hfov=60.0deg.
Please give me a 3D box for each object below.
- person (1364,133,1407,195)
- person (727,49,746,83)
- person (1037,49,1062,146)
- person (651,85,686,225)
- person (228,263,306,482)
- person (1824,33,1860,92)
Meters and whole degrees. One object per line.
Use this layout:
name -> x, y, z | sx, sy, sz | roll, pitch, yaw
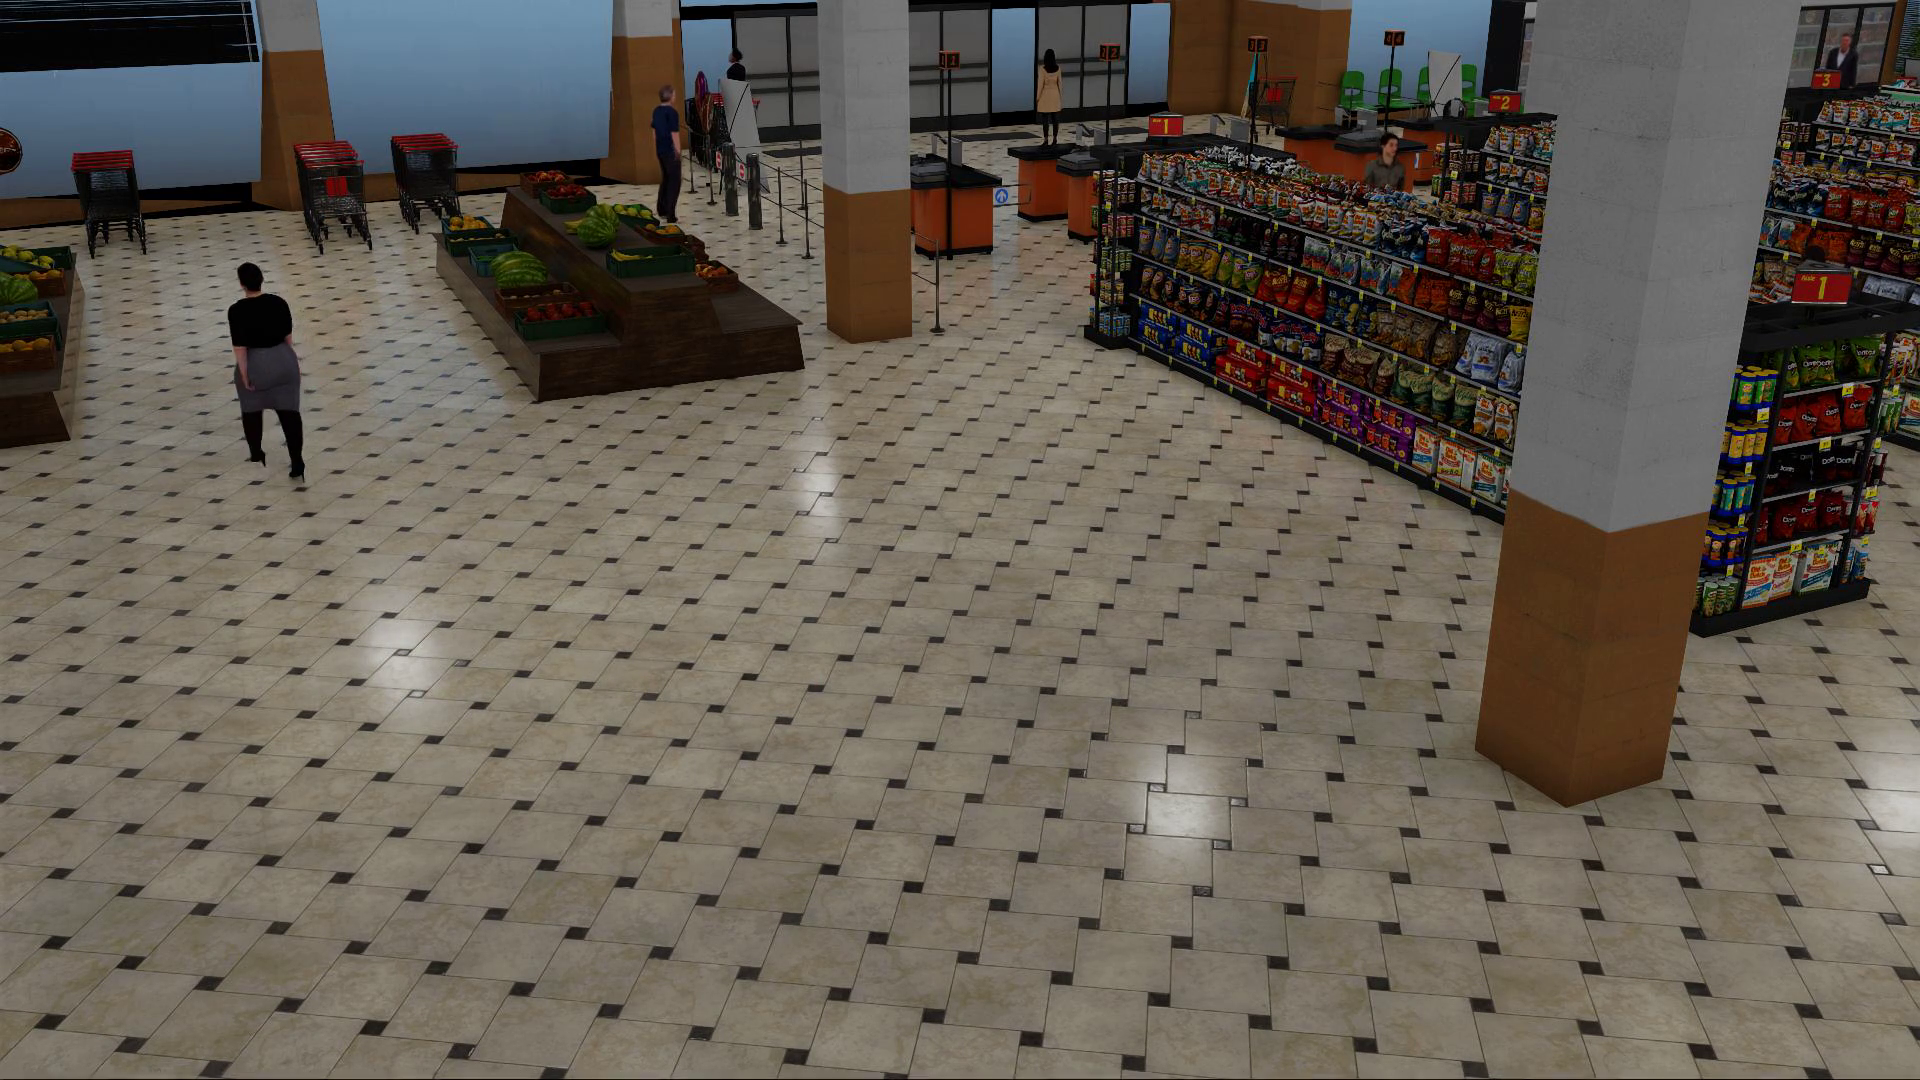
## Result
person -> 4.738, -3.694, 18.943 | 0.820, 1.854, 0.977 | -5, 22, -12
person -> -3.895, -7.691, 29.061 | 0.749, 1.727, 0.705 | 9, 24, 22
person -> 1.584, -7.825, 29.508 | 0.627, 1.643, 0.523 | -9, 24, -22
person -> -4.060, -5.326, 23.038 | 1.109, 1.830, 0.863 | -18, 28, -37
person -> -5.415, -1.292, 13.133 | 0.806, 1.729, 1.015 | -16, 27, -35
person -> 16.245, -8.434, 30.783 | 0.893, 1.823, 0.983 | 15, 26, 33
